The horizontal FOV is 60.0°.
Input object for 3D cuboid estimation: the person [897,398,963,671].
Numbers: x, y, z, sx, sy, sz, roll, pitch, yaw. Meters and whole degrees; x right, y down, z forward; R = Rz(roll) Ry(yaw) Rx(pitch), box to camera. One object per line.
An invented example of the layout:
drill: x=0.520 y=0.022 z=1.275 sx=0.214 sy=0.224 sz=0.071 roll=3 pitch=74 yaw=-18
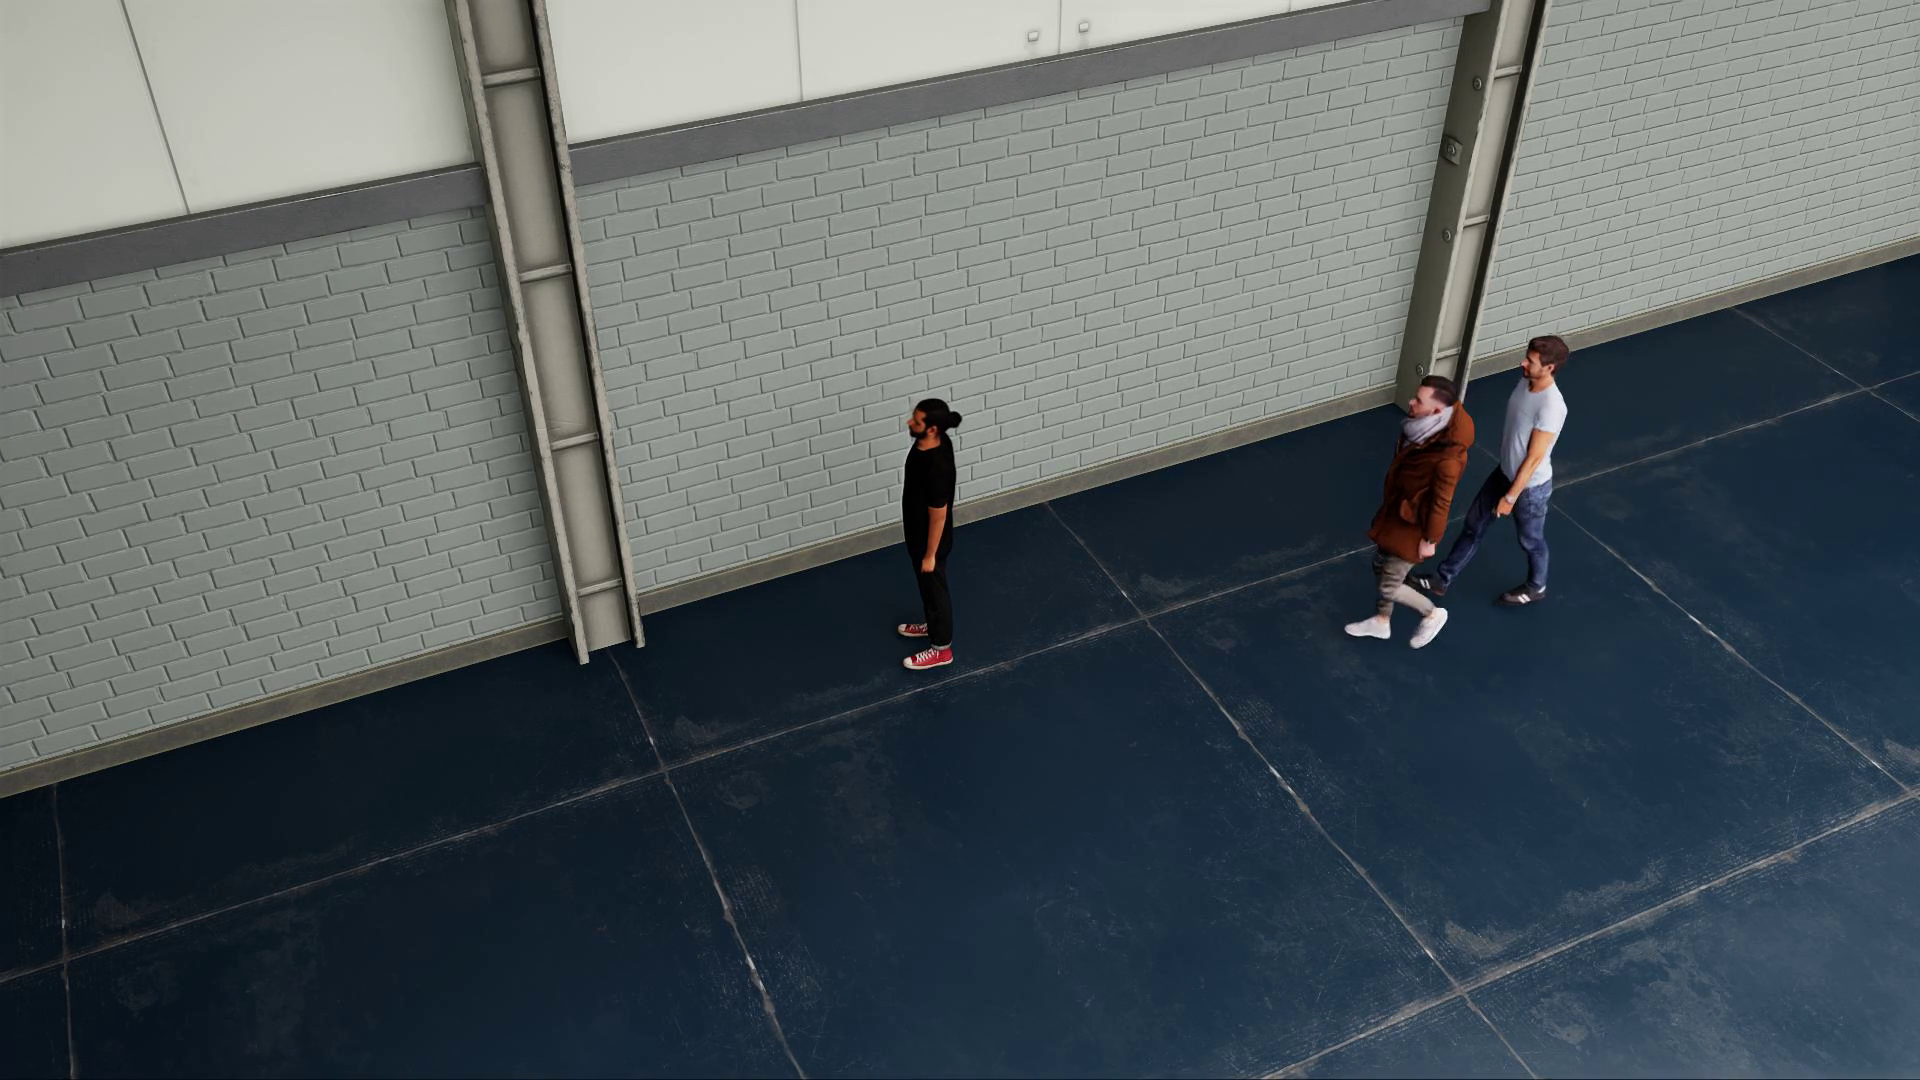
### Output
person: x=-0.167 y=-0.049 z=9.261 sx=0.689 sy=1.757 sz=0.699 roll=-5 pitch=38 yaw=-6

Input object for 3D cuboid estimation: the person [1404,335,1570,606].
person: x=3.329 y=-0.345 z=9.580 sx=1.181 sy=1.829 sz=0.858 roll=-6 pitch=38 yaw=-8

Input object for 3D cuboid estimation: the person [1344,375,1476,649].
person: x=2.592 y=-0.114 z=9.288 sx=0.930 sy=1.826 sz=0.858 roll=-4 pitch=38 yaw=-5
